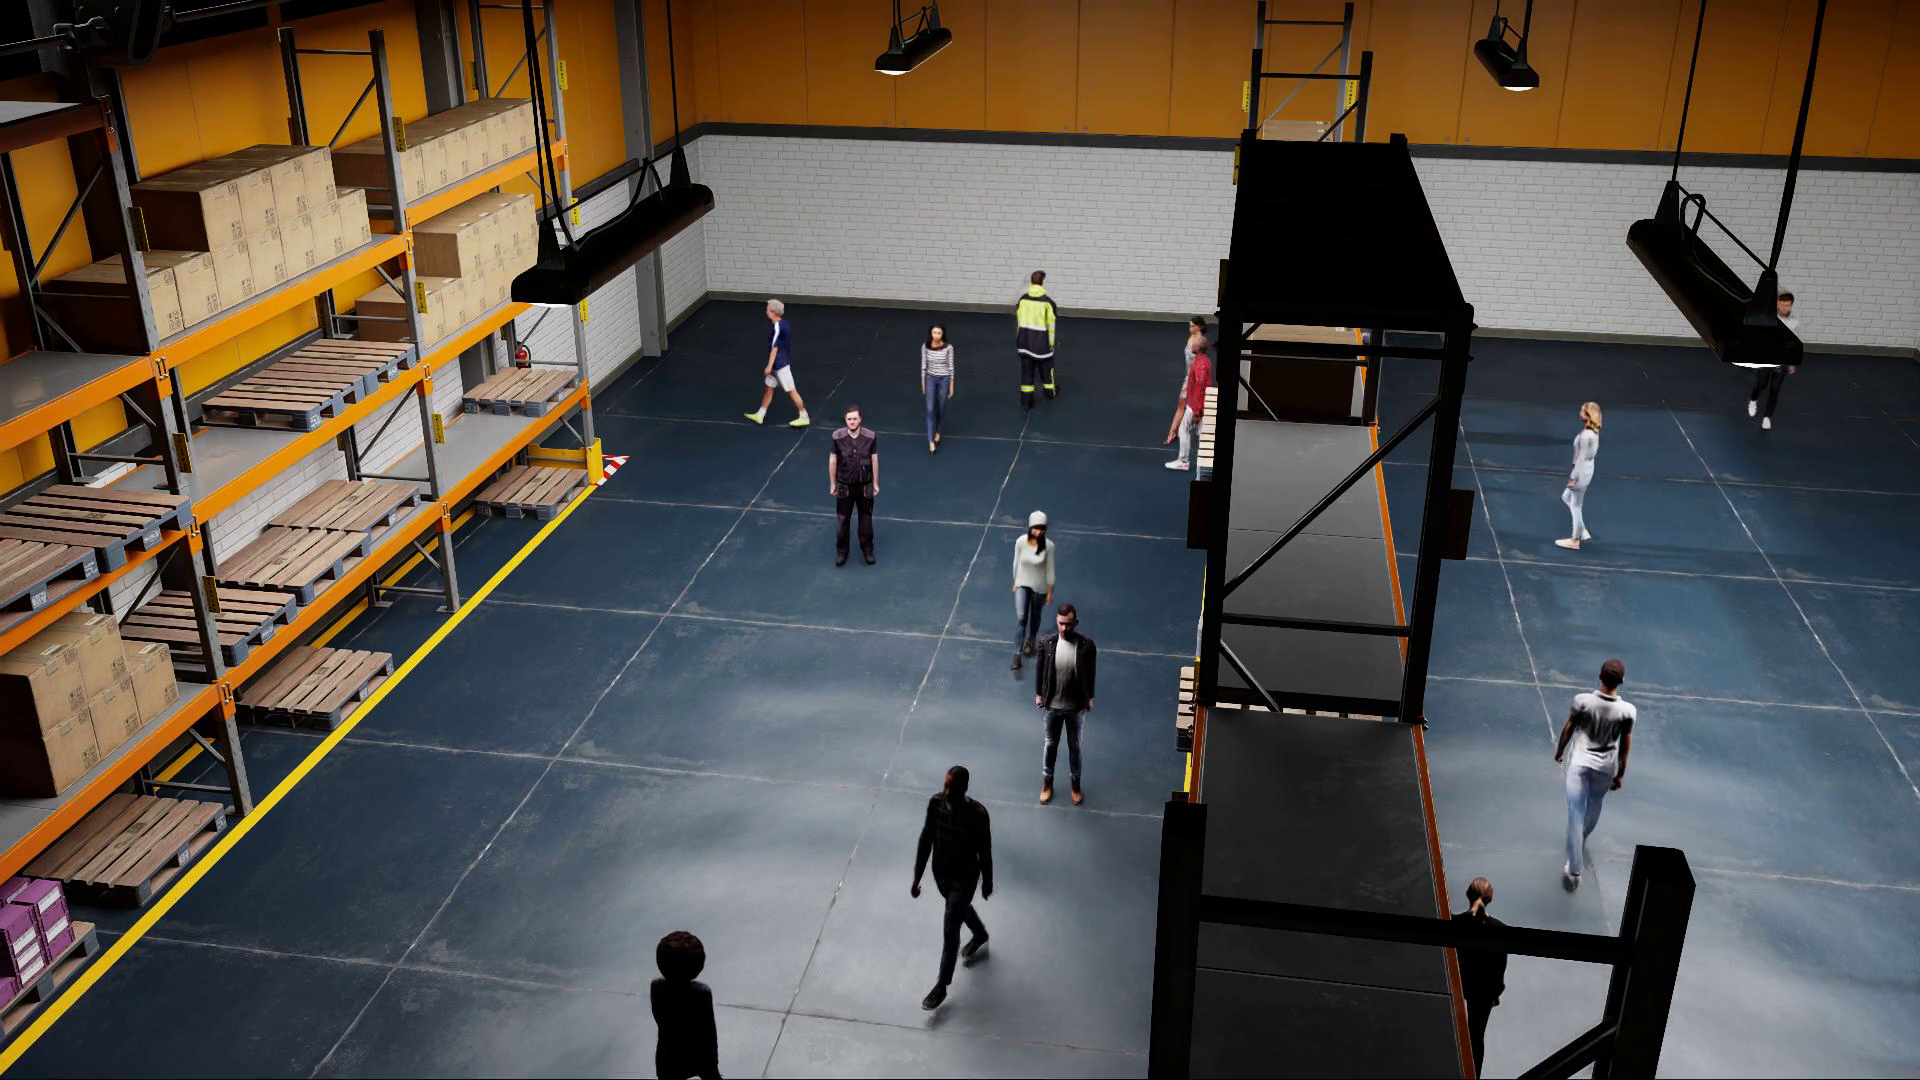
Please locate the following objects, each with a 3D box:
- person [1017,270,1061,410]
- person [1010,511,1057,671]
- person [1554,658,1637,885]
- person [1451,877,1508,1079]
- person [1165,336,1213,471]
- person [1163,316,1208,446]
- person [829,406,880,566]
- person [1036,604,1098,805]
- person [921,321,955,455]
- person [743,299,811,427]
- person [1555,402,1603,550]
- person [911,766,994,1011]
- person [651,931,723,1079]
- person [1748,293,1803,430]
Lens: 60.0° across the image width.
[{"bbox_3d":[1.030,-2.805,23.557,0.988,1.947,1.174,11,26,23],"label":"person"},{"bbox_3d":[0.741,0.440,16.550,0.628,1.614,0.989,6,24,14],"label":"person"},{"bbox_3d":[4.969,1.844,13.100,0.718,1.804,1.215,6,24,13],"label":"person"},{"bbox_3d":[3.279,2.922,10.756,0.620,1.707,0.549,6,24,13],"label":"person"},{"bbox_3d":[3.139,-1.716,21.260,0.817,1.792,1.098,7,25,16],"label":"person"},{"bbox_3d":[3.227,-2.074,22.099,0.982,1.776,1.073,-8,25,-18],"label":"person"},{"bbox_3d":[-1.188,-0.629,18.705,0.771,1.846,0.695,-2,24,-5],"label":"person"},{"bbox_3d":[0.894,1.372,14.139,0.673,1.836,0.557,2,24,4],"label":"person"},{"bbox_3d":[-0.281,-2.055,22.080,0.690,1.756,1.074,0,24,1],"label":"person"},{"bbox_3d":[-2.374,-2.378,22.779,0.909,1.789,1.157,-2,24,-4],"label":"person"},{"bbox_3d":[7.170,-0.707,18.956,0.767,1.787,0.680,14,27,29],"label":"person"},{"bbox_3d":[0.021,2.369,11.938,1.036,1.773,1.308,16,28,33],"label":"person"},{"bbox_3d":[-1.713,3.204,10.157,0.618,1.670,1.069,3,24,6],"label":"person"},{"bbox_3d":[11.205,-2.508,22.923,0.762,1.910,0.894,6,24,14],"label":"person"}]
